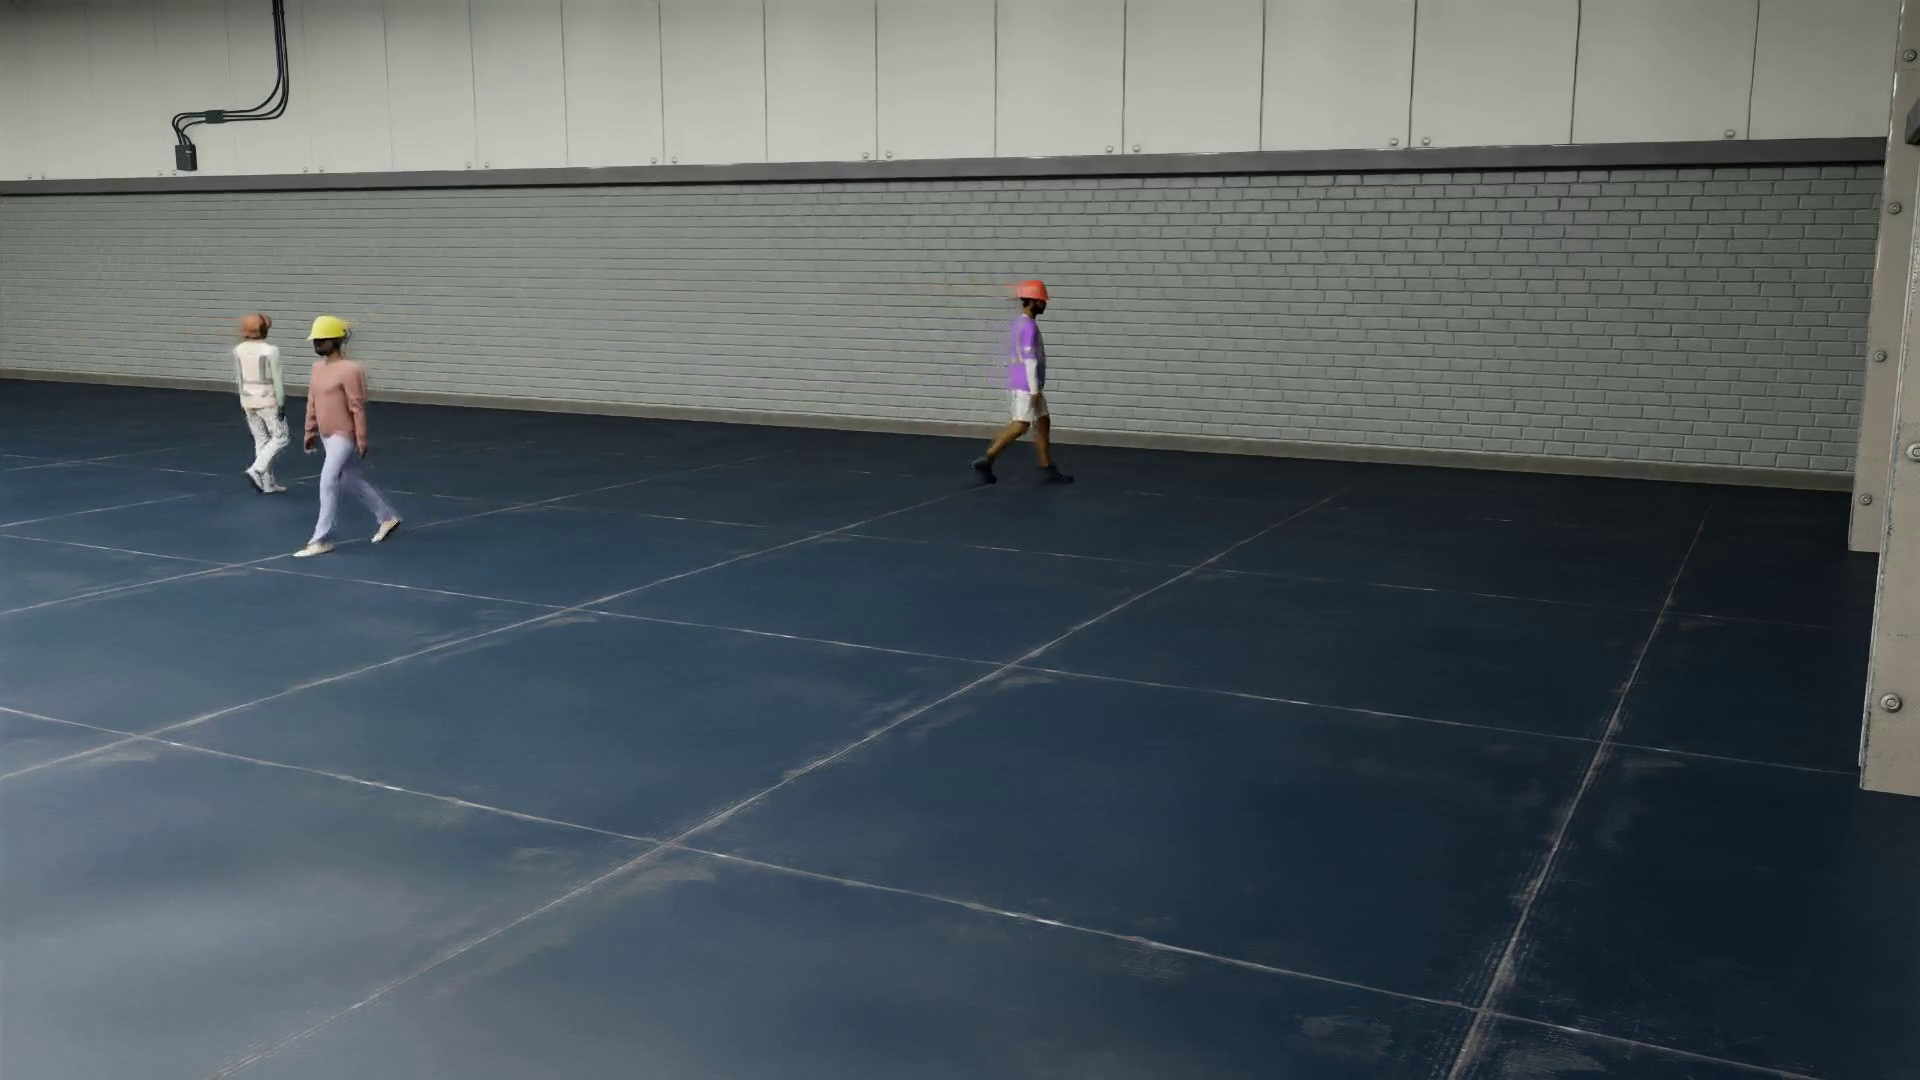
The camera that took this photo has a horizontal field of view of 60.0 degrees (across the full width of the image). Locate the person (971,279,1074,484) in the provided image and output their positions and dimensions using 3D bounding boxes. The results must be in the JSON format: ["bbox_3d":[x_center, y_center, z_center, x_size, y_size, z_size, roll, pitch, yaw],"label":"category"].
[{"bbox_3d":[0.571,-1.442,15.298,0.912,1.907,0.555,0,10,-1],"label":"person"}]

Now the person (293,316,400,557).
[{"bbox_3d":[-4.515,-0.779,12.166,0.532,1.732,0.894,9,13,39],"label":"person"}]

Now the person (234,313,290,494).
[{"bbox_3d":[-6.167,-1.185,14.640,0.525,1.622,0.494,4,11,22],"label":"person"}]
